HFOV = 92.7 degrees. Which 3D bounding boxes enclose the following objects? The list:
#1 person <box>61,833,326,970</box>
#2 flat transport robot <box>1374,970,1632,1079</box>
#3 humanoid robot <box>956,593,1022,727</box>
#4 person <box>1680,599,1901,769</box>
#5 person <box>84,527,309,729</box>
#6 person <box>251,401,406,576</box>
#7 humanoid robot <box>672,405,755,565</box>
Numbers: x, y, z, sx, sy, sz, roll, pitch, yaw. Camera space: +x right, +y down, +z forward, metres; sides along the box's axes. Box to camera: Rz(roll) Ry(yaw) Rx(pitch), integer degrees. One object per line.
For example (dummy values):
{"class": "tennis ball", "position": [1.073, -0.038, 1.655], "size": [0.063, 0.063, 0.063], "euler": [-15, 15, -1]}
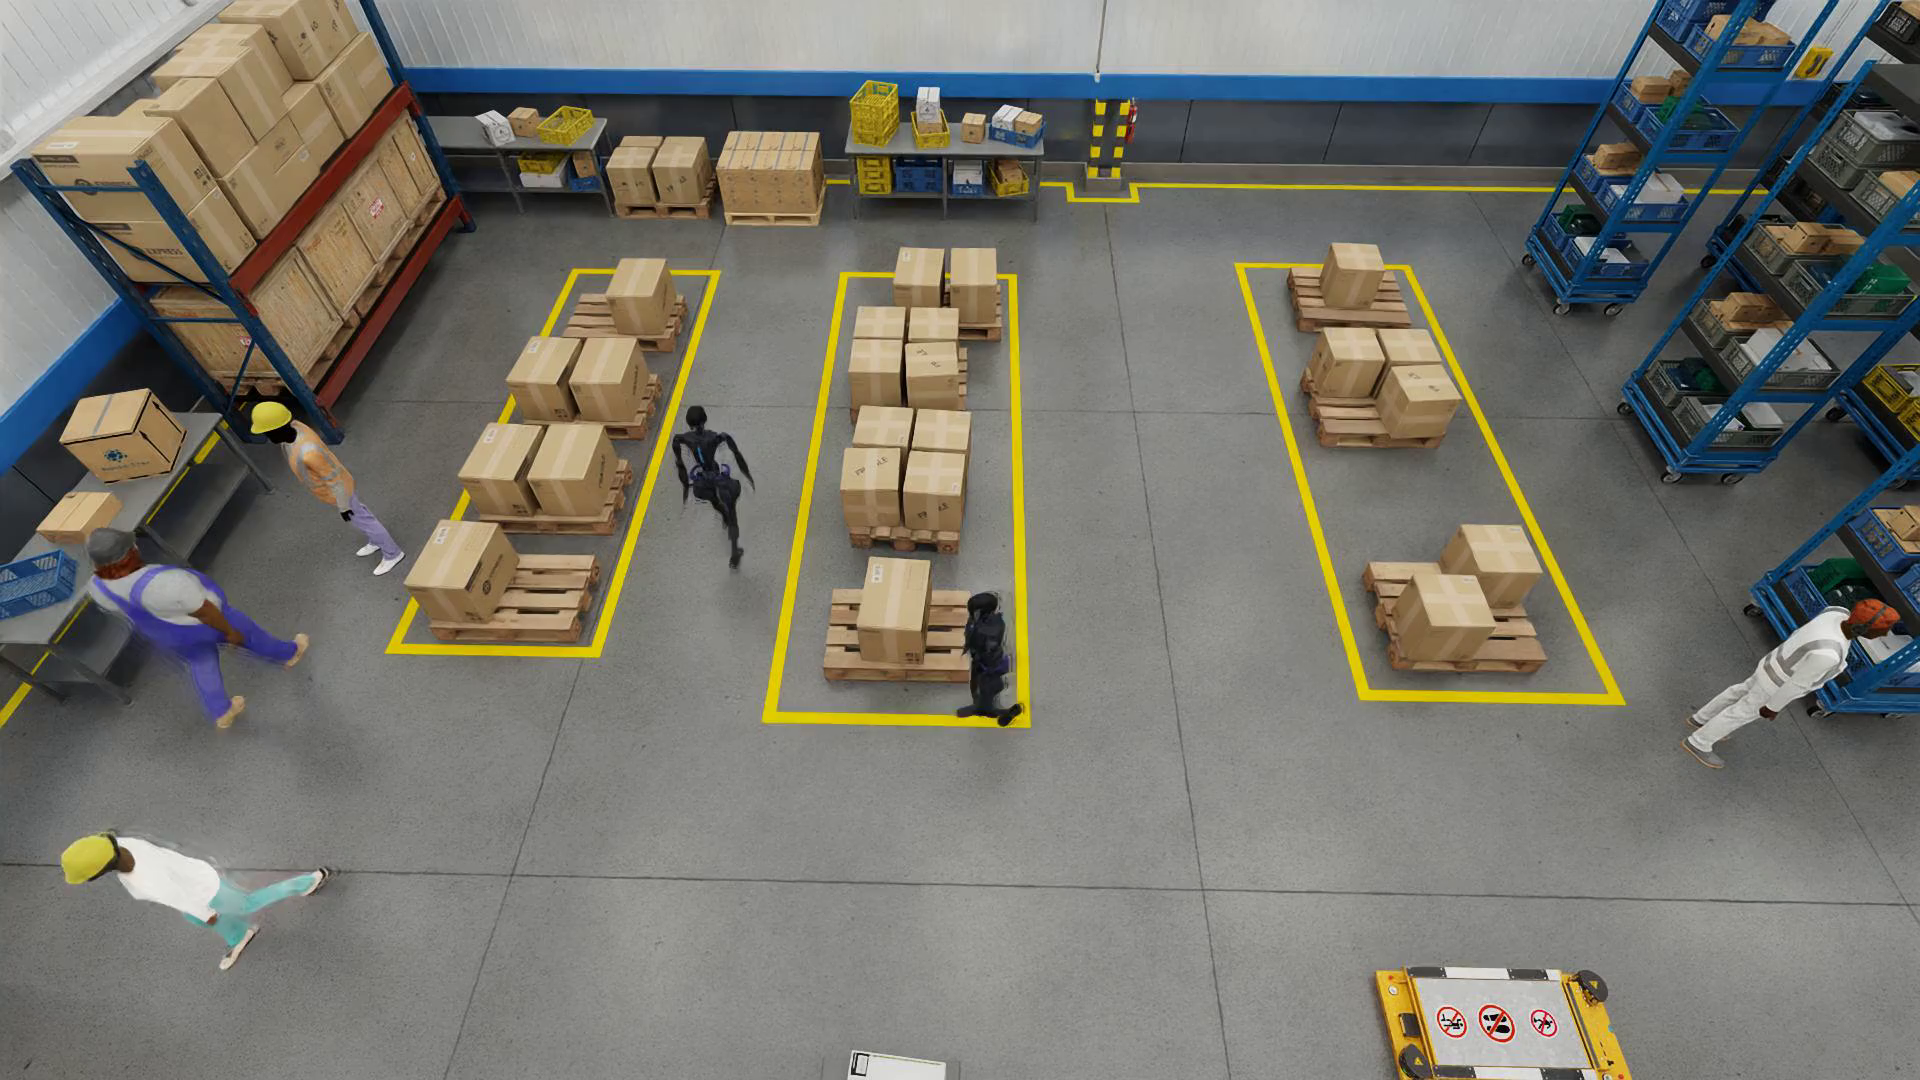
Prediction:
{"class": "person", "position": [-4.799, 2.132, 5.797], "size": [0.526, 1.733, 0.743], "euler": [24, 55, 18]}
{"class": "flat transport robot", "position": [3.501, 3.133, 5.914], "size": [1.431, 0.197, 0.652], "euler": [1, 51, 1]}
{"class": "humanoid robot", "position": [0.218, 0.919, 6.827], "size": [0.429, 1.650, 0.590], "euler": [-12, 52, -10]}
{"class": "person", "position": [5.931, 1.017, 6.616], "size": [0.341, 1.879, 0.584], "euler": [31, 57, 23]}
{"class": "person", "position": [-5.790, 0.580, 6.871], "size": [0.687, 2.000, 0.827], "euler": [-2, 51, -2]}
{"class": "person", "position": [-5.334, -0.433, 7.769], "size": [0.367, 1.928, 0.585], "euler": [-37, 60, -26]}
{"class": "humanoid robot", "position": [-2.149, -0.520, 8.030], "size": [0.602, 1.627, 0.747], "euler": [1, 51, 1]}
